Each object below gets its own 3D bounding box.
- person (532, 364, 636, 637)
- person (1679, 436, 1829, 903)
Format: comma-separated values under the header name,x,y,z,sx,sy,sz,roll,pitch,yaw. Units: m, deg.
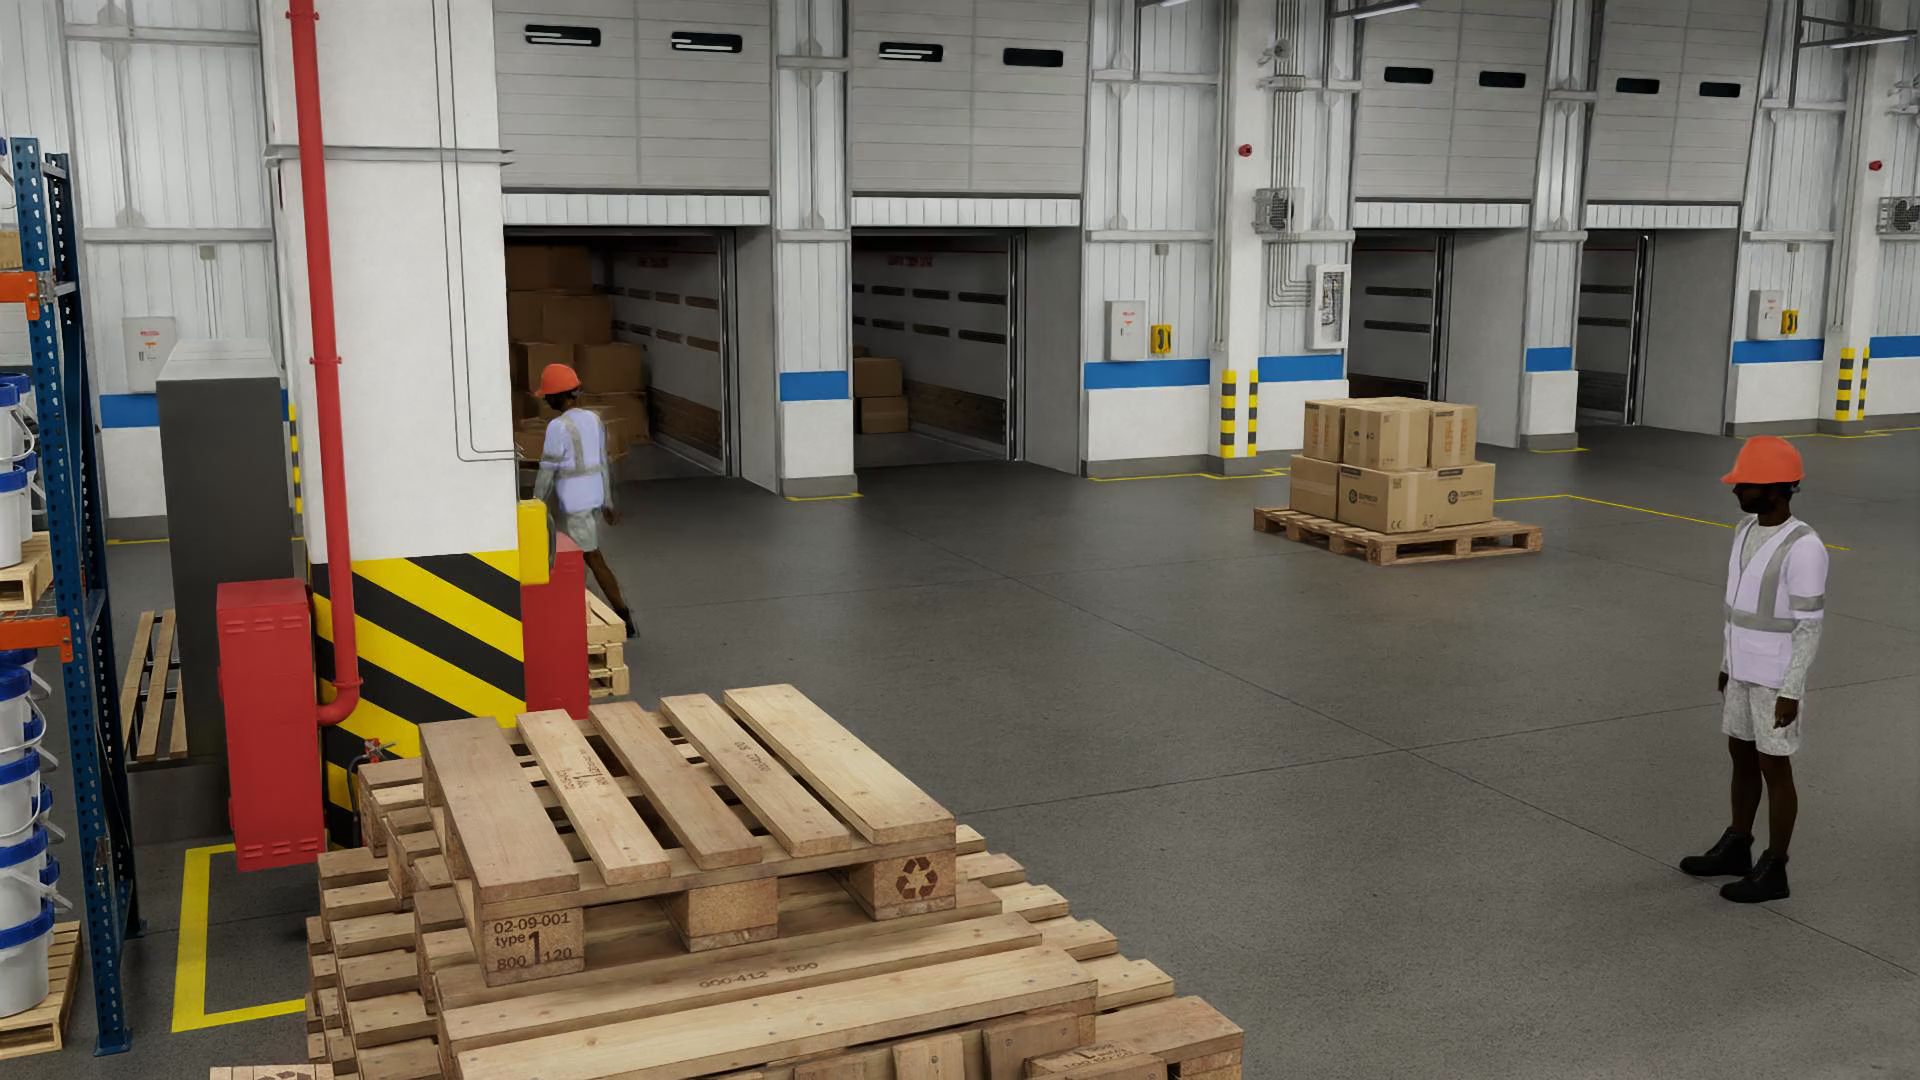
name,x,y,z,sx,sy,sz,roll,pitch,yaw
person,-2.651,-0.264,11.407,0.963,1.878,0.544,3,11,14
person,3.291,0.533,6.858,0.376,1.934,0.547,-1,10,-4
